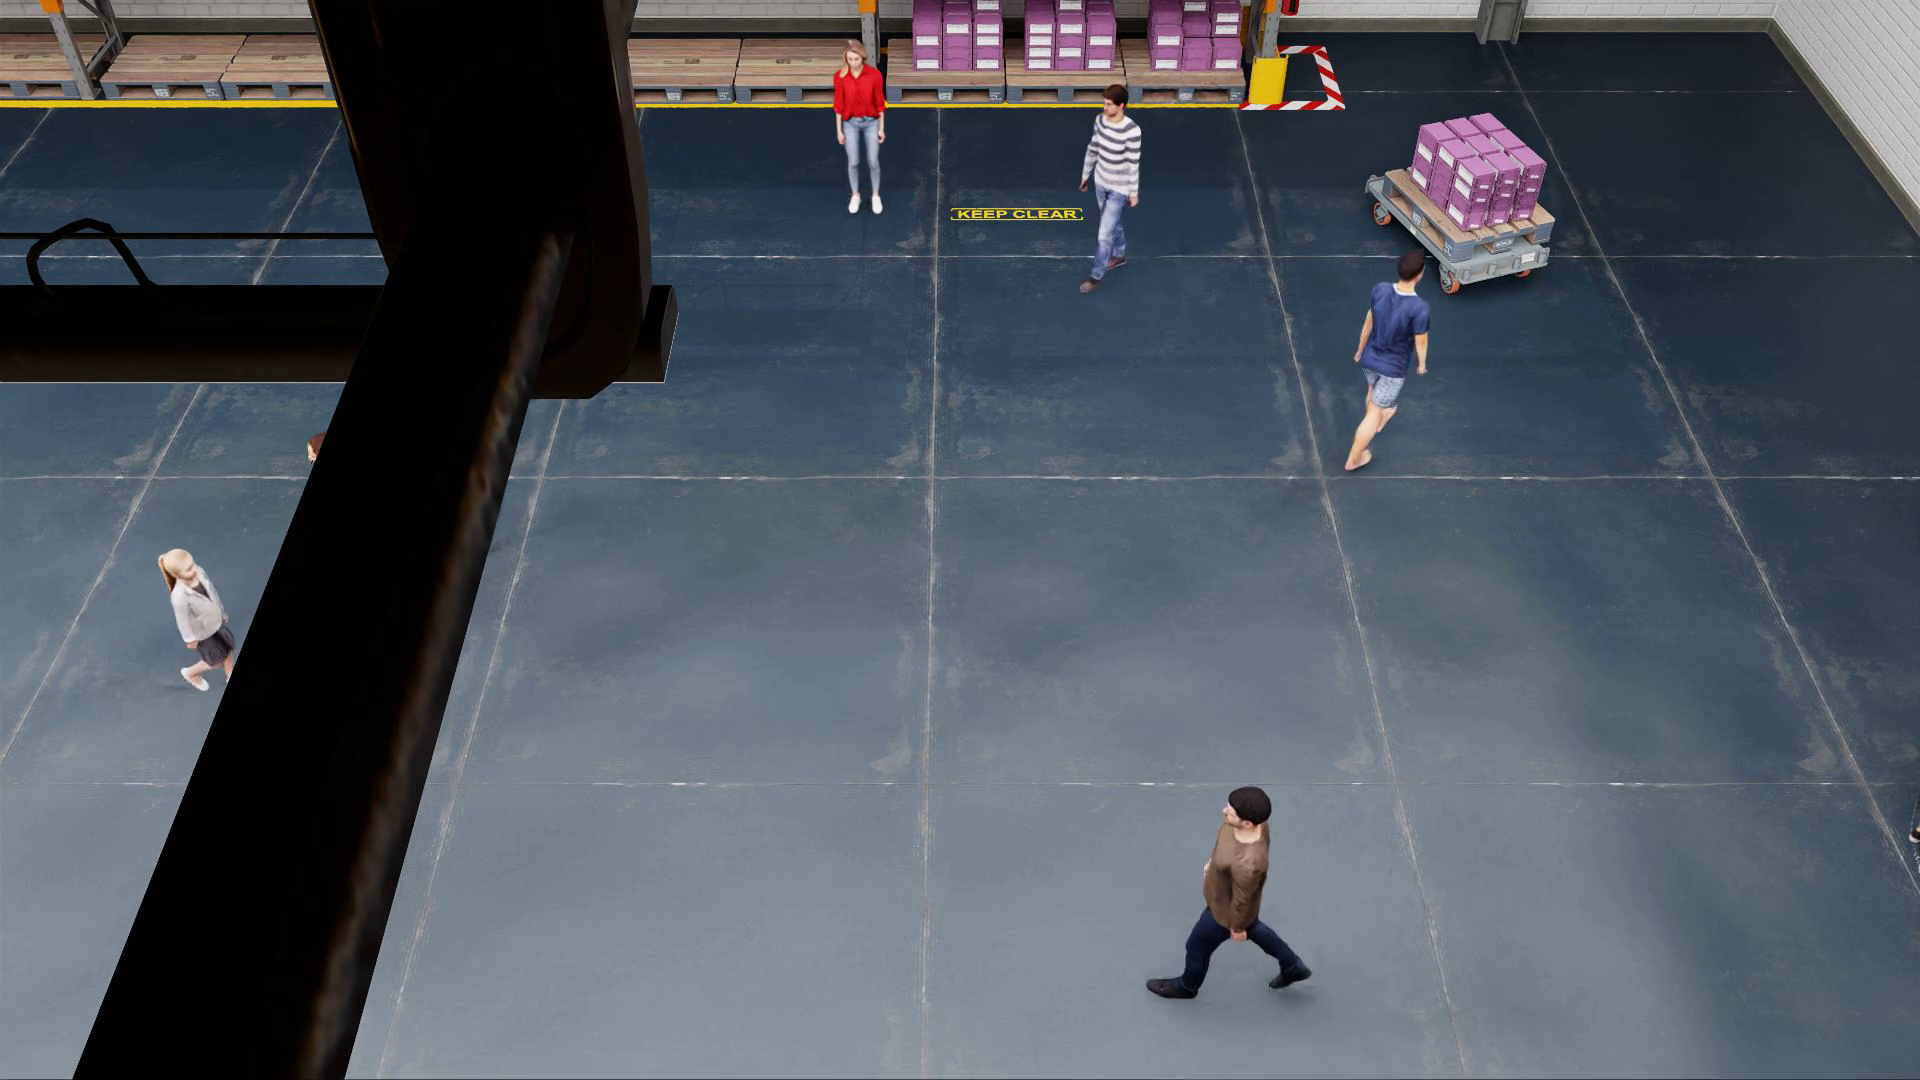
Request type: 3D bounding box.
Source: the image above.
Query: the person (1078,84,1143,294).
[{"bbox_3d":[1.372,-3.049,14.143,1.069,1.826,0.977,-29,51,-27],"label":"person"}]

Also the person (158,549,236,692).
[{"bbox_3d":[-4.955,0.536,10.786,0.689,1.264,0.563,6,44,6],"label":"person"}]

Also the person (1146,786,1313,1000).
[{"bbox_3d":[1.546,1.916,8.907,1.181,1.858,0.797,7,44,7],"label":"person"}]

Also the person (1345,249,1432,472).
[{"bbox_3d":[3.093,-1.276,12.293,1.103,1.810,1.033,-34,53,-30],"label":"person"}]

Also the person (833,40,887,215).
[{"bbox_3d":[-0.886,-3.725,14.944,0.473,1.699,0.684,-2,44,-2],"label":"person"}]
